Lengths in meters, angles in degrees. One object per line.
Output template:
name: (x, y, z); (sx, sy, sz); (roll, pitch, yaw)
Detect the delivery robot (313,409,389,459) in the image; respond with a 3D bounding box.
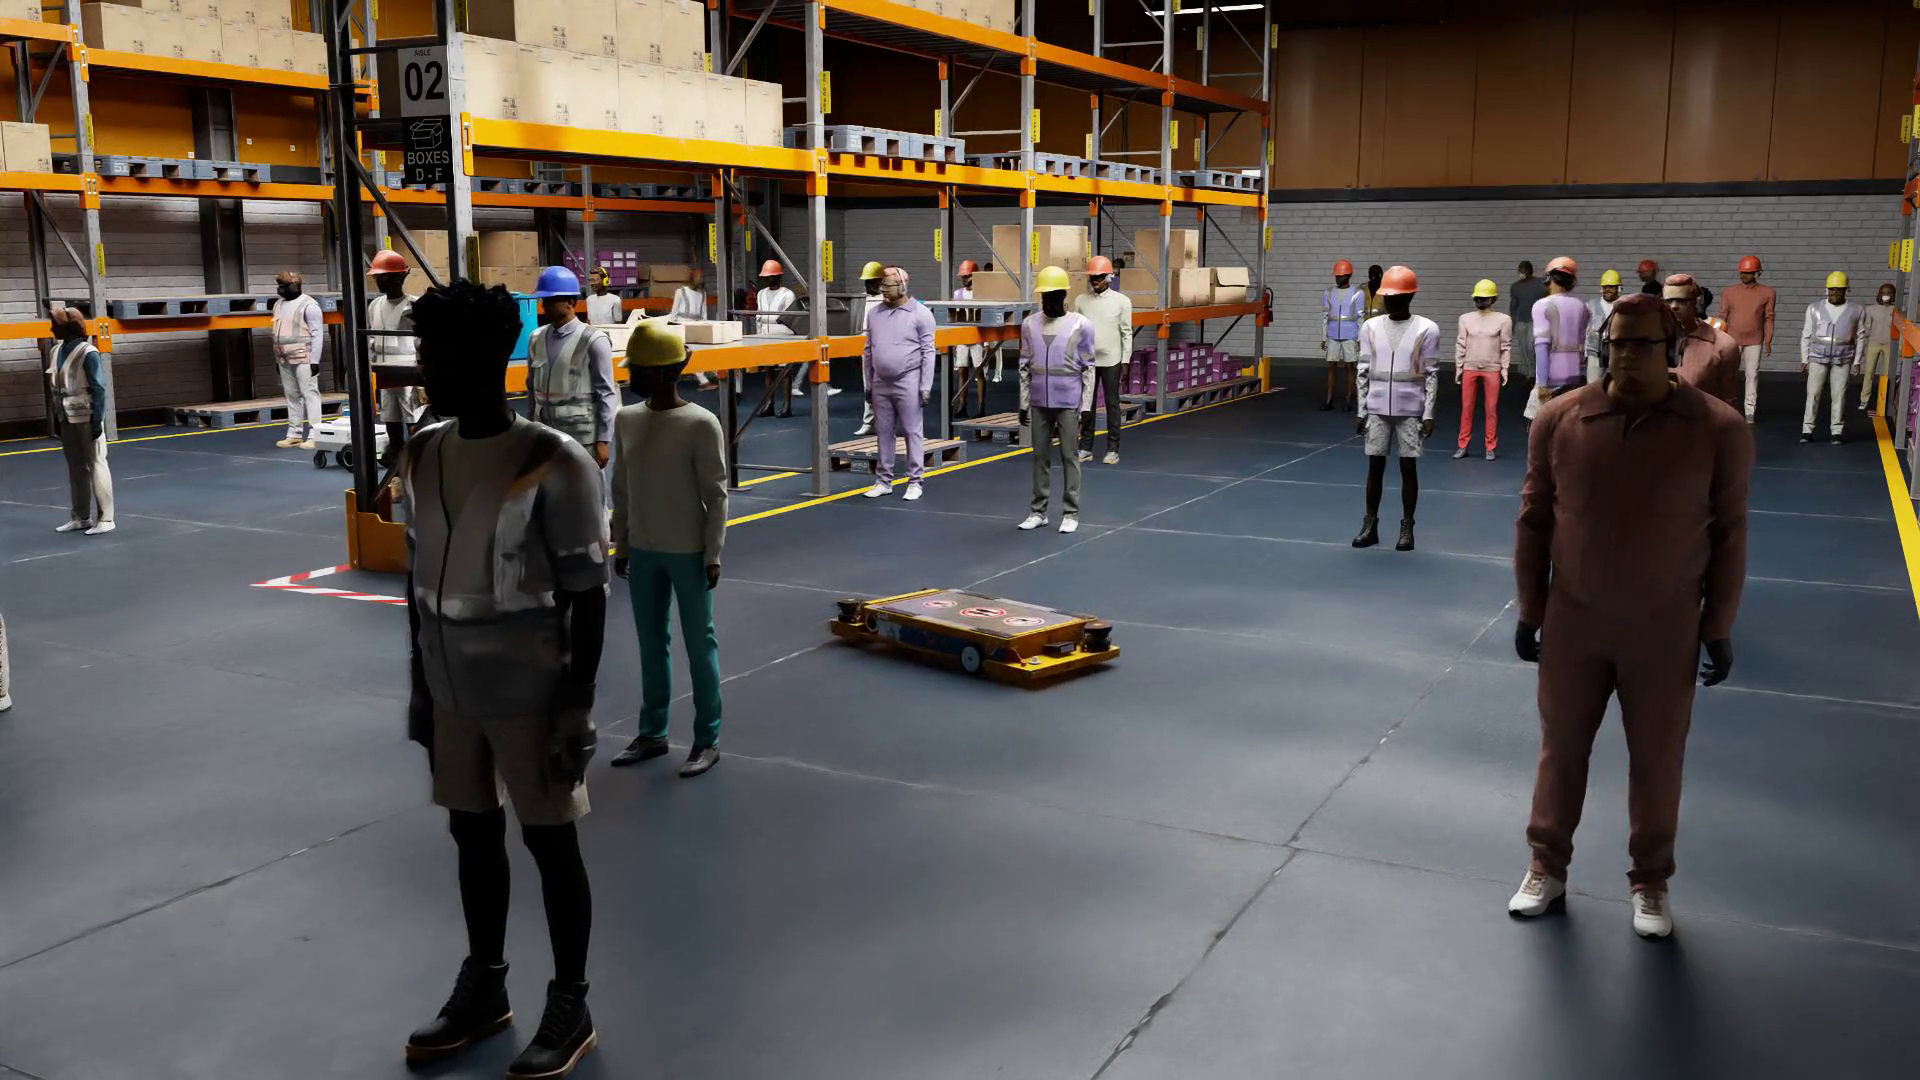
delivery robot: (-5.709, -0.981, 15.581); (0.707, 0.478, 0.477); (5, 11, 27)

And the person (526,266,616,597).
person: (-2.269, -0.605, 9.646); (0.606, 1.947, 0.406); (5, 11, 29)

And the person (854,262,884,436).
person: (-0.915, -2.088, 18.300); (0.590, 1.923, 0.383); (5, 11, 29)

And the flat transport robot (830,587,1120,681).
flat transport robot: (0.053, 0.447, 8.406); (0.652, 0.197, 1.431); (-10, 14, -44)

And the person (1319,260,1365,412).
person: (4.878, -2.601, 21.239); (0.548, 1.934, 0.376); (5, 11, 29)

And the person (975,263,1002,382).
person: (0.491, -3.419, 26.163); (0.514, 1.871, 0.327); (5, 11, 29)

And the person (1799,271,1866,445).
person: (9.217, -1.920, 17.589); (0.592, 1.832, 0.404); (5, 11, 29)

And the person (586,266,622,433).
person: (-4.020, -2.142, 18.773); (0.514, 1.871, 0.327); (5, 11, 29)

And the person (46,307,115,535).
person: (-6.339, -0.852, 11.976); (0.515, 1.636, 0.315); (5, 11, 29)

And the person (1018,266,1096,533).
person: (0.686, -1.008, 12.040); (0.590, 1.926, 0.388); (5, 11, 29)

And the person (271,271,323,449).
person: (-6.865, -1.856, 17.209); (0.625, 1.840, 0.430); (5, 11, 29)

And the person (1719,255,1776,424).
person: (9.282, -2.359, 19.675); (0.613, 1.991, 0.392); (5, 11, 29)

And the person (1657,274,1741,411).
person: (3.896, -0.496, 9.136); (0.643, 1.908, 0.399); (5, 11, 29)

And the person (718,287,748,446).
person: (-2.382, -1.794, 17.320); (0.408, 1.662, 0.553); (-2, 10, -10)

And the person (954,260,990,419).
person: (0.127, -2.431, 20.247); (0.548, 1.937, 0.379); (5, 11, 29)

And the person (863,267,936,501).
person: (-0.523, -1.272, 13.641); (0.643, 1.905, 0.399); (5, 11, 29)

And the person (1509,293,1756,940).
person: (1.965, 0.229, 4.939); (0.643, 1.908, 0.399); (5, 11, 29)

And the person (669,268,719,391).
person: (-4.038, -3.109, 24.586); (1.063, 1.811, 0.583); (6, 12, 31)

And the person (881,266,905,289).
person: (-1.133, -3.482, 26.694); (0.975, 1.813, 0.638); (3, 10, 18)

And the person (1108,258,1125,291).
person: (2.768, -3.924, 28.894); (0.629, 1.936, 0.371); (5, 11, 29)

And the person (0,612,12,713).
person: (-4.376, -0.030, 7.209); (0.515, 1.640, 0.315); (5, 11, 29)

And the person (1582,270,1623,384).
person: (7.312, -2.126, 18.787); (0.592, 1.832, 0.404); (5, 11, 29)

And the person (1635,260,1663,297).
person: (10.272, -3.156, 24.505); (1.089, 1.933, 0.627); (1, 10, 4)

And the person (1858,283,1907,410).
person: (11.860, -2.474, 21.377); (0.502, 1.632, 0.279); (5, 11, 29)

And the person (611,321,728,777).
person: (-1.139, 0.039, 6.451); (0.527, 1.765, 0.329); (5, 11, 29)

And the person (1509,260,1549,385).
person: (8.694, -3.306, 25.399); (0.561, 1.904, 0.643); (-7, 12, -37)

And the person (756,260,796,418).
person: (-2.270, -2.455, 20.395); (0.548, 1.934, 0.376); (5, 11, 29)

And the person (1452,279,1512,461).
person: (5.098, -1.651, 16.235); (0.527, 1.765, 0.329); (5, 11, 29)

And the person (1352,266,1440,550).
person: (2.965, -0.890, 11.334); (0.548, 1.934, 0.376); (5, 11, 29)

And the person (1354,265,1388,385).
person: (6.309, -3.264, 25.347); (0.625, 1.843, 0.430); (5, 11, 29)

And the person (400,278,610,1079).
person: (-1.125, 0.351, 4.063); (0.609, 1.963, 0.368); (5, 11, 29)

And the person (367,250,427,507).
person: (-4.475, -1.273, 13.240); (0.610, 2.043, 0.397); (5, 11, 29)

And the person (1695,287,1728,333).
person: (7.163, -1.612, 16.200); (0.537, 1.695, 0.321); (5, 11, 29)

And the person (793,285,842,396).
person: (-2.066, -2.836, 23.606); (0.729, 1.577, 0.526); (2, 10, 9)

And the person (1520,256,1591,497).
person: (4.880, -1.310, 13.587); (0.629, 1.993, 0.573); (-5, 11, -26)

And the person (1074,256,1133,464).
person: (1.347, -1.724, 15.989); (0.613, 1.994, 0.395); (5, 11, 29)
